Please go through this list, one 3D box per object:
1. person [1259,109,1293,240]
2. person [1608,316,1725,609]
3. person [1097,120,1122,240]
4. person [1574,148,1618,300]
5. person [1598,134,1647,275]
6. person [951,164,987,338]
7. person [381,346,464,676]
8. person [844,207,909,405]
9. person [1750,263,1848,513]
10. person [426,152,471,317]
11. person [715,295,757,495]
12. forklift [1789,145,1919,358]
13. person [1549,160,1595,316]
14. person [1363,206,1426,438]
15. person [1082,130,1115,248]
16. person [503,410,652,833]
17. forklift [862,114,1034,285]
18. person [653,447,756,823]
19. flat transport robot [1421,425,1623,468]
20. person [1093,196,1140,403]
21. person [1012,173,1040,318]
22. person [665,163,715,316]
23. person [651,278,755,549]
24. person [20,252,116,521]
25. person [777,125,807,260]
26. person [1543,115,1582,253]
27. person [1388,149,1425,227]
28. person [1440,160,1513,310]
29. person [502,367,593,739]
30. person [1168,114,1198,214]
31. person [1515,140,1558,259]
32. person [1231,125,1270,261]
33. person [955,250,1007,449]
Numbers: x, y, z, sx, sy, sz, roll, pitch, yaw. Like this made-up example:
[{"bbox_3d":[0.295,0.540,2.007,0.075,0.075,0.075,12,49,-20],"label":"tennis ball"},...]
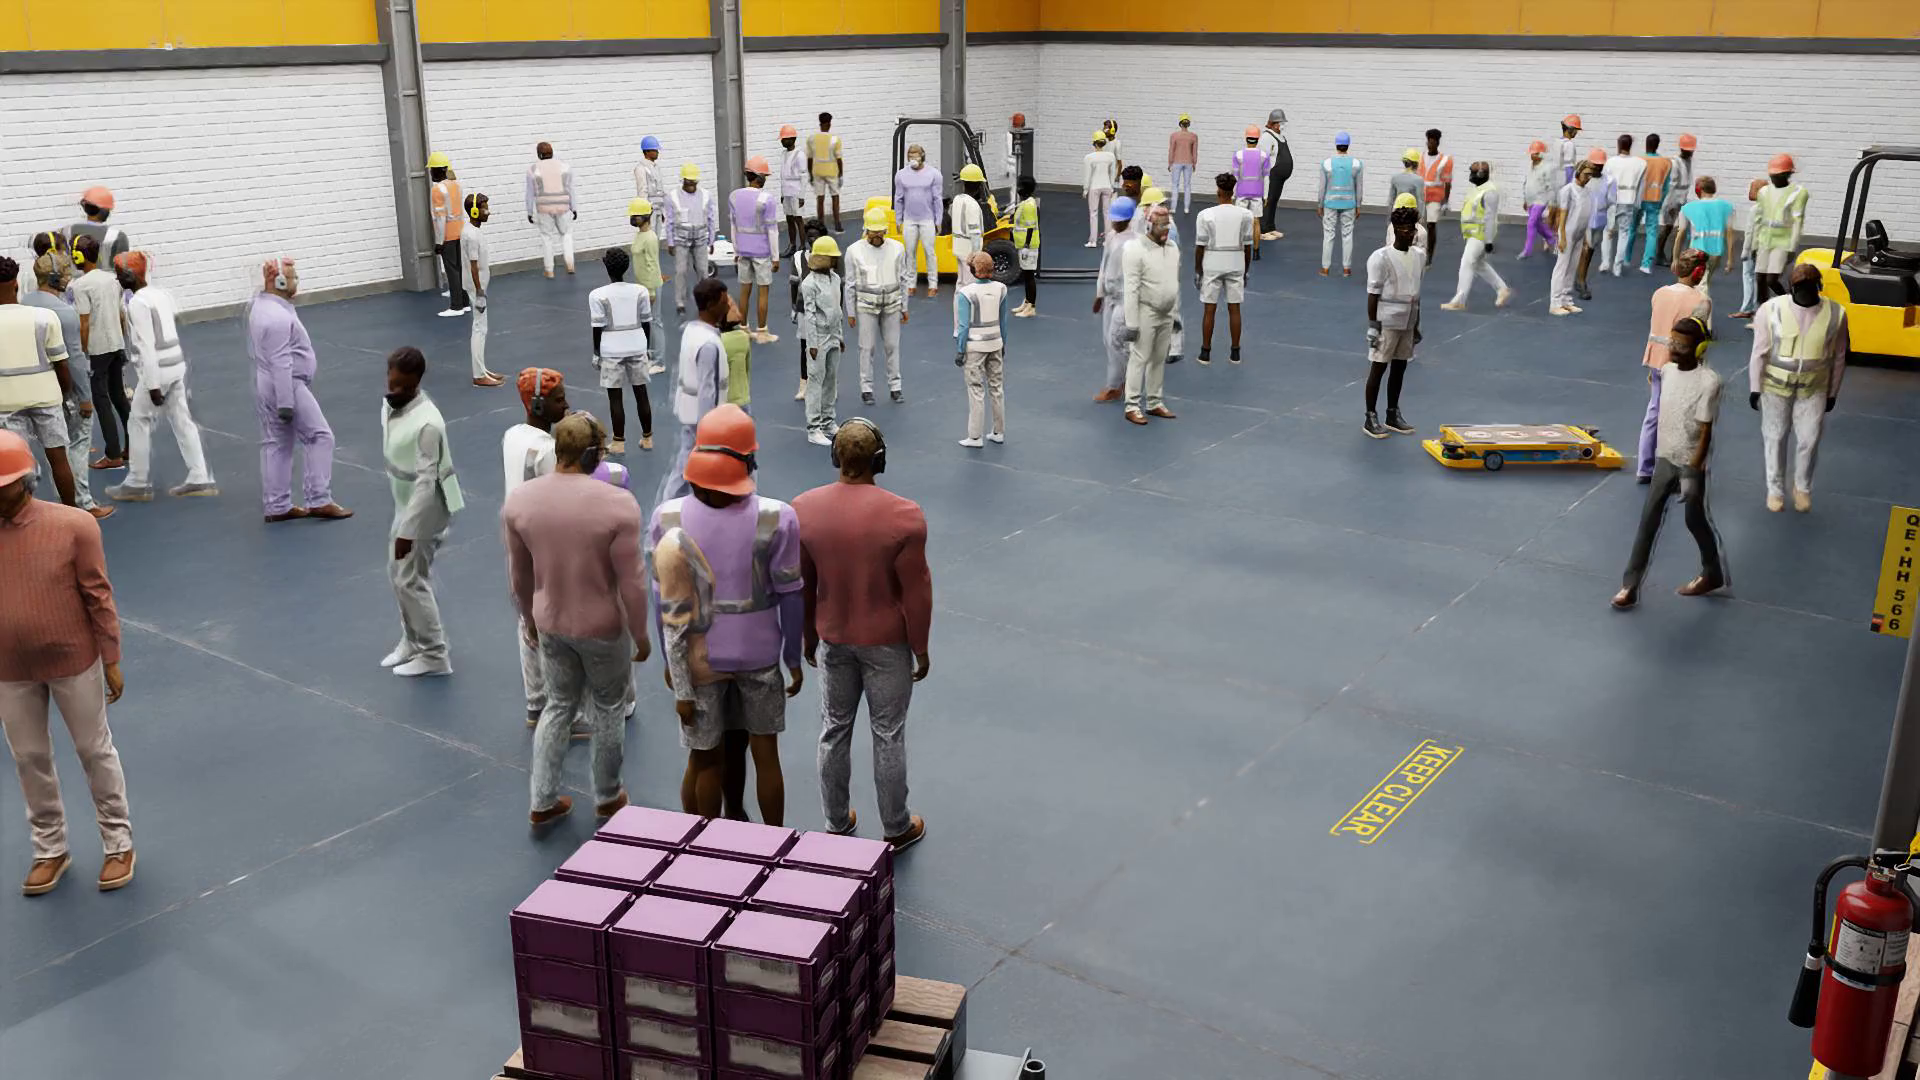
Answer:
[{"bbox_3d":[5.017,-5.808,26.422,0.538,2.000,0.689,9,20,27],"label":"person"},{"bbox_3d":[4.400,-0.474,10.119,0.916,1.820,0.511,-8,19,-23],"label":"person"},{"bbox_3d":[2.392,-5.709,26.392,0.309,1.868,0.534,-6,19,-18],"label":"person"},{"bbox_3d":[8.043,-4.053,21.218,0.548,1.885,1.018,1,18,5],"label":"person"},{"bbox_3d":[9.119,-4.631,22.968,0.611,1.891,0.675,4,18,12],"label":"person"},{"bbox_3d":[0.108,-3.145,18.275,0.367,1.926,0.594,-7,19,-21],"label":"person"},{"bbox_3d":[-2.927,-0.143,9.000,0.438,1.868,0.654,-11,21,-32],"label":"person"},{"bbox_3d":[-0.763,-2.156,15.364,0.600,1.818,0.403,-6,19,-17],"label":"person"},{"bbox_3d":[6.016,-1.082,12.004,0.638,1.818,0.495,7,19,20],"label":"person"},{"bbox_3d":[-6.099,-3.626,19.780,0.385,1.928,0.589,3,18,9],"label":"person"},{"bbox_3d":[-1.646,-0.941,11.878,0.284,1.624,0.503,8,19,23],"label":"person"},{"bbox_3d":[9.803,-2.879,17.013,2.313,2.155,1.214,12,21,33],"label":"forklift"},{"bbox_3d":[7.329,-3.610,19.877,0.506,1.839,0.344,-13,22,-35],"label":"person"},{"bbox_3d":[3.715,-1.860,14.193,0.613,1.965,0.361,-11,21,-30],"label":"person"},{"bbox_3d":[2.123,-5.369,25.492,0.524,1.770,0.315,-7,19,-21],"label":"person"},{"bbox_3d":[-1.649,0.377,7.285,0.662,1.910,0.426,4,18,13],"label":"person"},{"bbox_3d":[-0.171,-4.594,22.377,2.313,2.155,1.214,1,18,3],"label":"forklift"},{"bbox_3d":[-0.982,0.511,6.849,0.393,1.927,0.549,11,21,30],"label":"person"},{"bbox_3d":[4.563,-0.771,13.528,1.431,0.197,0.652,0,18,-1],"label":"flat transport robot"},{"bbox_3d":[1.462,-2.212,15.366,0.447,1.914,0.672,-7,19,-21],"label":"person"},{"bbox_3d":[0.783,-3.491,19.730,0.319,1.698,0.532,-1,18,-3],"label":"person"},{"bbox_3d":[-3.197,-3.568,19.795,0.587,1.815,0.426,-6,19,-19],"label":"person"},{"bbox_3d":[-1.646,-0.820,11.103,0.997,1.867,0.613,-7,19,-20],"label":"person"},{"bbox_3d":[-6.344,-1.065,11.777,0.635,1.928,0.381,13,22,35],"label":"person"},{"bbox_3d":[-2.461,-5.055,24.237,0.375,1.935,0.551,-14,23,-38],"label":"person"},{"bbox_3d":[9.063,-5.338,24.966,0.385,2.035,0.605,-2,18,-5],"label":"person"},{"bbox_3d":[5.978,-4.338,22.321,0.310,1.764,0.578,-13,22,-36],"label":"person"},{"bbox_3d":[6.375,-3.705,20.242,0.863,1.809,0.636,0,18,-1],"label":"person"},{"bbox_3d":[-2.055,0.074,8.282,0.359,1.882,0.575,-13,22,-35],"label":"person"},{"bbox_3d":[3.983,-6.733,29.786,0.532,1.756,0.338,-3,18,-8],"label":"person"},{"bbox_3d":[8.561,-5.009,24.457,0.779,1.721,0.584,-6,19,-19],"label":"person"},{"bbox_3d":[4.207,-5.037,24.177,0.553,1.935,0.361,2,18,5],"label":"person"},{"bbox_3d":[0.181,-1.582,13.854,0.523,1.638,0.311,-14,22,-37],"label":"person"}]
